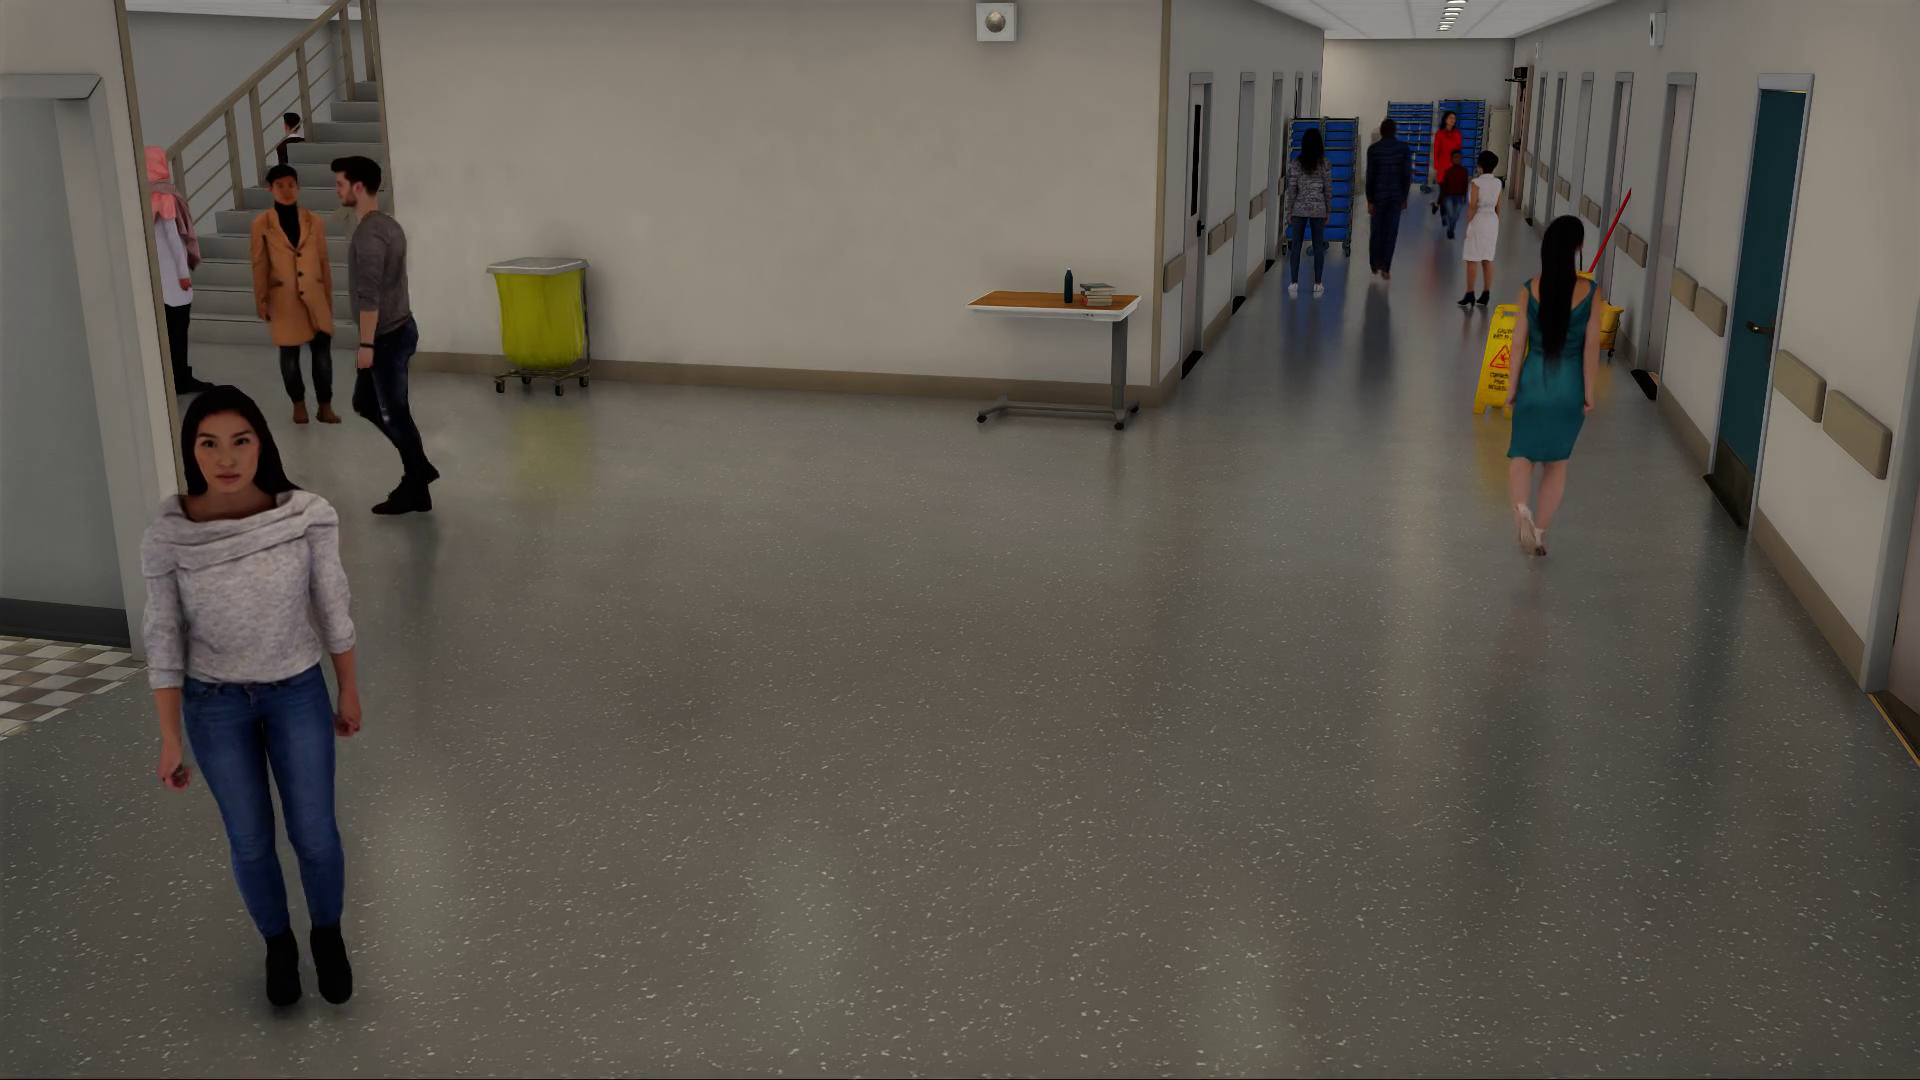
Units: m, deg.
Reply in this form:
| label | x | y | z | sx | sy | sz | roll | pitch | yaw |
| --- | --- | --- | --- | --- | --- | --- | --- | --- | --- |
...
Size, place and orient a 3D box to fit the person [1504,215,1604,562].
| label | x | y | z | sx | sy | sz | roll | pitch | yaw |
| --- | --- | --- | --- | --- | --- | --- | --- | --- | --- |
| person | 2.756 | -0.646 | 7.789 | 0.603 | 1.646 | 0.888 | 6 | 17 | 20 |

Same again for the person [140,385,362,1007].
| label | x | y | z | sx | sy | sz | roll | pitch | yaw |
| --- | --- | --- | --- | --- | --- | --- | --- | --- | --- |
| person | -1.746 | 0.398 | 4.145 | 0.738 | 1.615 | 0.774 | -5 | 17 | -18 |

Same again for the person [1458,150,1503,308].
| label | x | y | z | sx | sy | sz | roll | pitch | yaw |
| --- | --- | --- | --- | --- | --- | --- | --- | --- | --- |
| person | 5.308 | -3.162 | 16.887 | 0.654 | 1.552 | 0.700 | -7 | 17 | -24 |

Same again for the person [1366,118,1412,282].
| label | x | y | z | sx | sy | sz | roll | pitch | yaw |
| --- | --- | --- | --- | --- | --- | --- | --- | --- | --- |
| person | 4.792 | -3.781 | 18.679 | 0.656 | 1.771 | 1.215 | 4 | 16 | 15 |

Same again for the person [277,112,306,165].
| label | x | y | z | sx | sy | sz | roll | pitch | yaw |
| --- | --- | --- | --- | --- | --- | --- | --- | --- | --- |
| person | -7.691 | -4.029 | 19.385 | 0.818 | 1.866 | 0.671 | 11 | 19 | 34 |

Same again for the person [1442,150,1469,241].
| label | x | y | z | sx | sy | sz | roll | pitch | yaw |
| --- | --- | --- | --- | --- | --- | --- | --- | --- | --- |
| person | 6.983 | -4.878 | 23.553 | 0.629 | 1.238 | 0.883 | 0 | 16 | 1 |

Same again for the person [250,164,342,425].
| label | x | y | z | sx | sy | sz | roll | pitch | yaw |
| --- | --- | --- | --- | --- | --- | --- | --- | --- | --- |
| person | -4.434 | -1.619 | 11.051 | 0.928 | 1.708 | 0.987 | -9 | 18 | -28 |

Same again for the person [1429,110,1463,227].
| label | x | y | z | sx | sy | sz | roll | pitch | yaw |
| --- | --- | --- | --- | --- | --- | --- | --- | --- | --- |
| person | 7.443 | -5.701 | 25.561 | 0.886 | 1.732 | 1.036 | -4 | 16 | -13 |

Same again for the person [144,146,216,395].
| label | x | y | z | sx | sy | sz | roll | pitch | yaw |
| --- | --- | --- | --- | --- | --- | --- | --- | --- | --- |
| person | -5.834 | -1.989 | 12.271 | 0.735 | 1.799 | 0.751 | 15 | 21 | 42 |

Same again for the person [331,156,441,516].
| label | x | y | z | sx | sy | sz | roll | pitch | yaw |
| --- | --- | --- | --- | --- | --- | --- | --- | --- | --- |
| person | -2.952 | -1.070 | 8.846 | 0.871 | 1.890 | 0.778 | -5 | 16 | -16 |

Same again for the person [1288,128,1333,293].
| label | x | y | z | sx | sy | sz | roll | pitch | yaw |
| --- | --- | --- | --- | --- | --- | --- | --- | --- | --- |
| person | 3.774 | -3.571 | 18.000 | 0.612 | 1.736 | 0.522 | 3 | 16 | 12 |
